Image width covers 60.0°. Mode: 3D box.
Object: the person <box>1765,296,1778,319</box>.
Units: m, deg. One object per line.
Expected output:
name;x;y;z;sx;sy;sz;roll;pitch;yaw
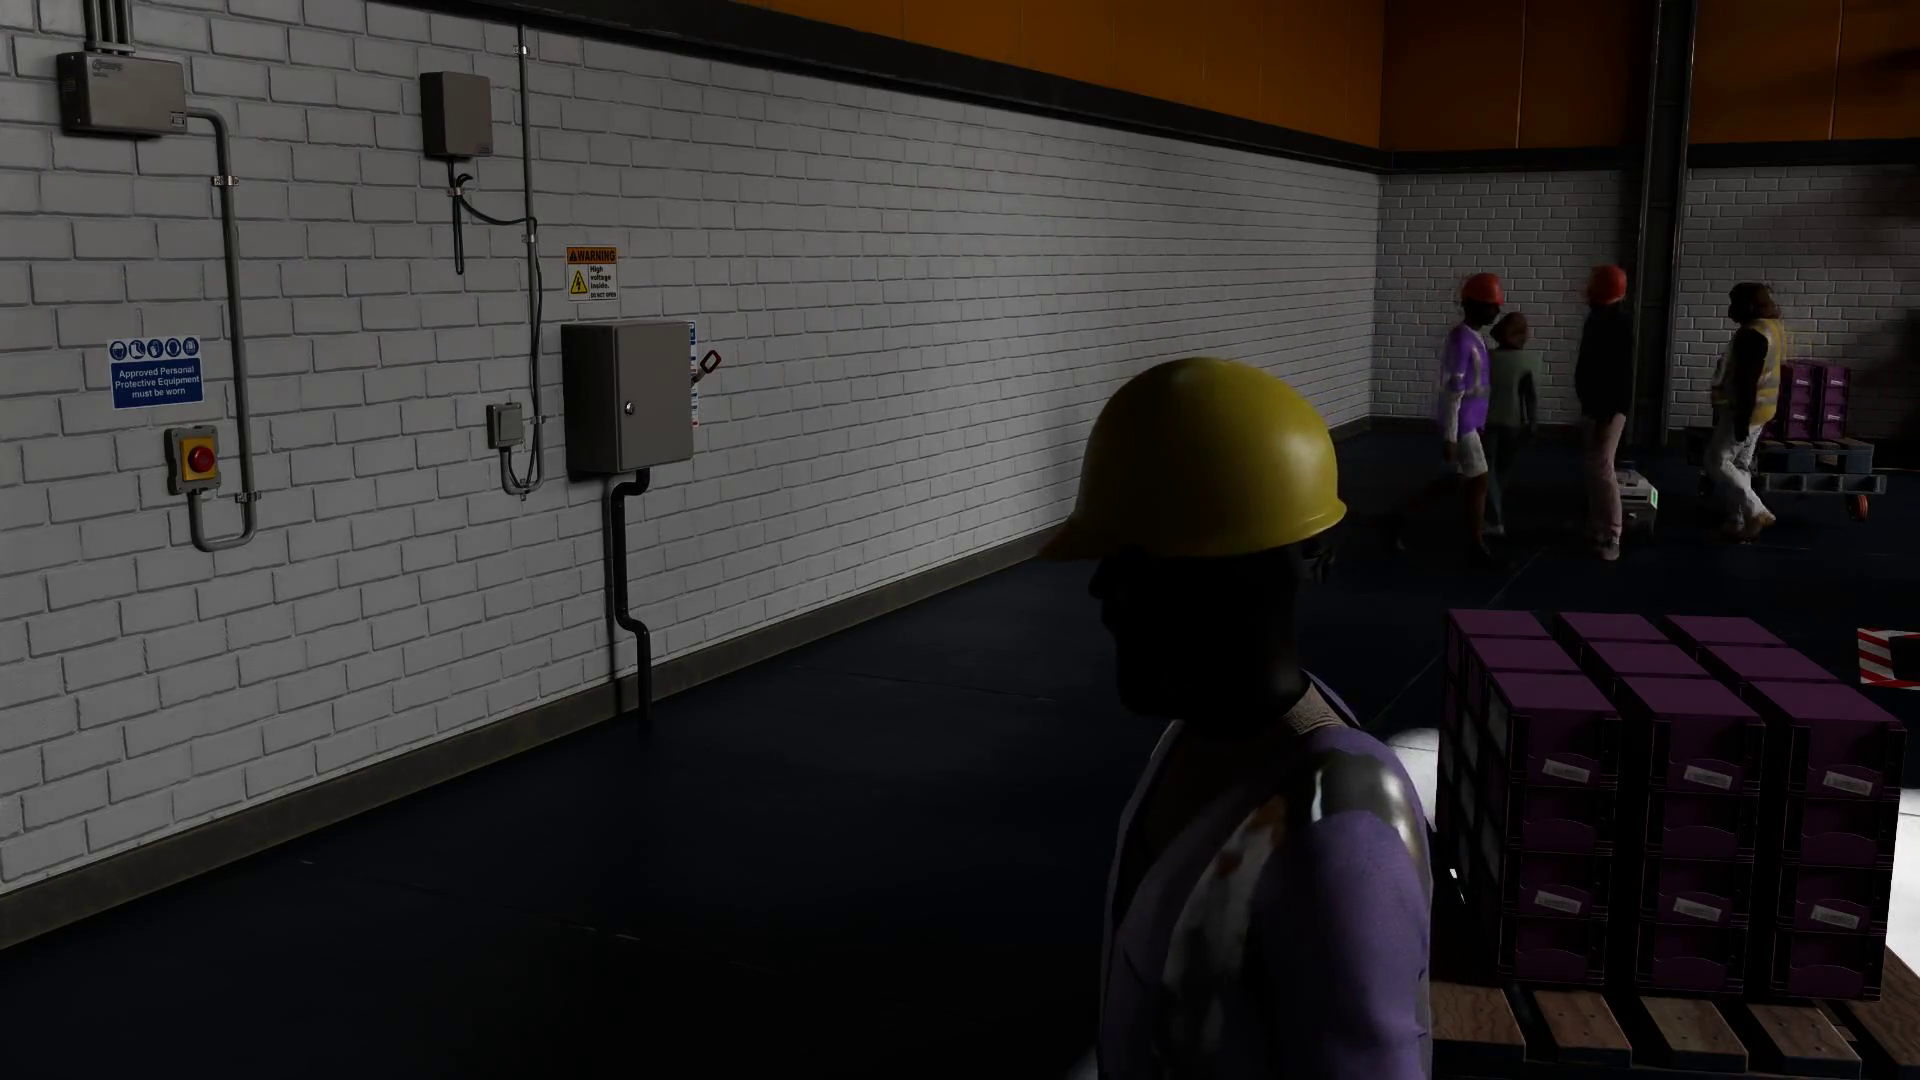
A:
person;7.660;-1.539;15.976;0.357;1.623;0.508;9;13;41

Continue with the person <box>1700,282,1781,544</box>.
person;5.385;-0.860;11.468;0.448;1.827;0.636;6;11;31

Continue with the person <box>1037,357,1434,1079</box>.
person;0.269;0.777;1.715;0.383;1.922;0.593;-1;10;-3

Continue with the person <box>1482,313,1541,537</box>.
person;3.833;-0.821;11.903;0.581;1.597;0.554;2;10;12

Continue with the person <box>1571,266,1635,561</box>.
person;4.261;-0.852;11.125;0.389;1.948;0.758;1;10;3

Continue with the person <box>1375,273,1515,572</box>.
person;3.126;-0.752;10.645;0.855;1.901;0.597;4;11;24

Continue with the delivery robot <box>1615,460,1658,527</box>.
delivery robot;4.703;-0.319;11.750;0.477;0.478;0.707;2;10;14
